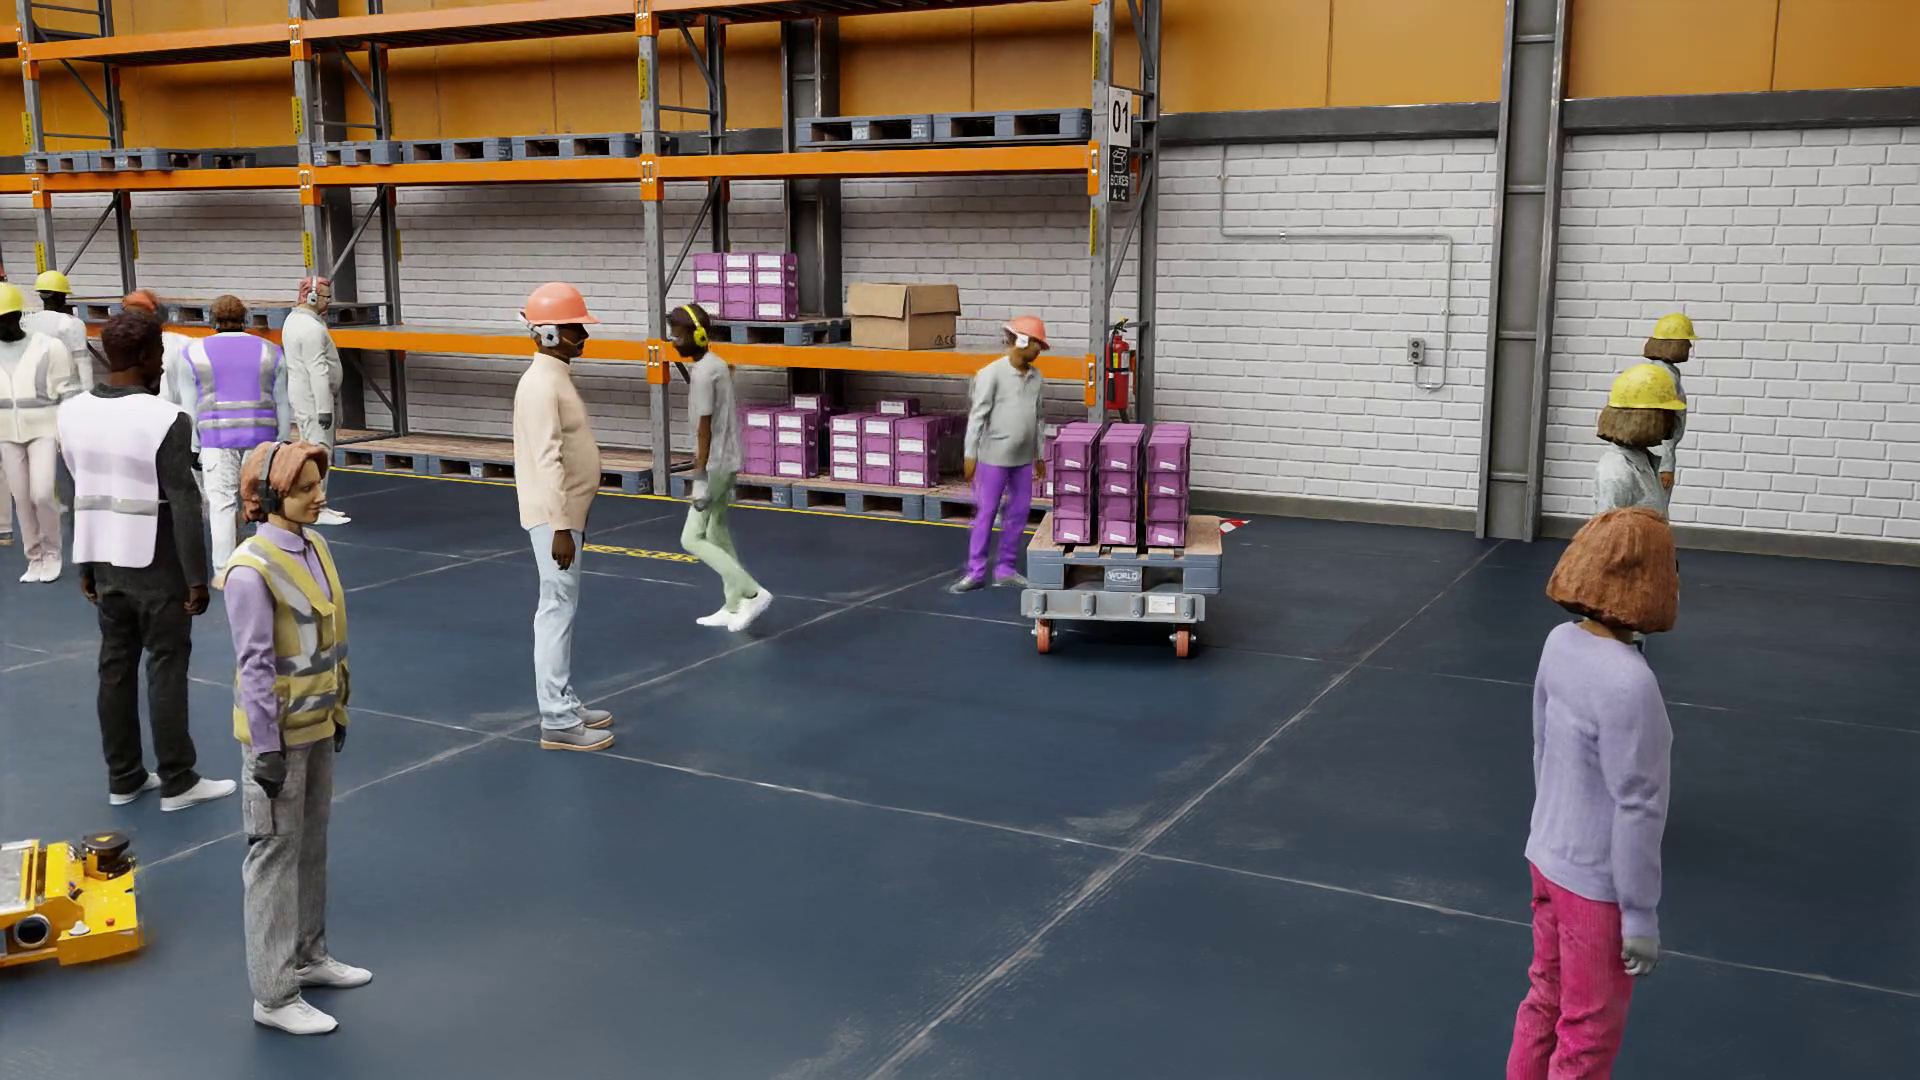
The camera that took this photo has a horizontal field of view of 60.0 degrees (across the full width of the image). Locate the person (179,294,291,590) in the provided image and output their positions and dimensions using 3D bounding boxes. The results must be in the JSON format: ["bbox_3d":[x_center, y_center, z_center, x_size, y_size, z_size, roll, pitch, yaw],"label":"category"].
[{"bbox_3d":[-4.504,-0.606,10.380,0.623,1.835,0.431,-6,12,-28],"label":"person"}]

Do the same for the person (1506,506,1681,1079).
[{"bbox_3d":[1.361,0.736,3.554,0.278,1.634,0.497,0,10,0],"label":"person"}]

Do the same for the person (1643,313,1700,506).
[{"bbox_3d":[4.143,-0.463,9.829,0.321,1.742,0.492,2,11,11],"label":"person"}]

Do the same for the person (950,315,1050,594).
[{"bbox_3d":[0.261,-0.518,10.236,0.709,1.714,0.321,-9,14,-41],"label":"person"}]

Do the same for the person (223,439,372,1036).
[{"bbox_3d":[-1.854,0.536,4.634,0.311,1.638,0.521,0,10,-1],"label":"person"}]

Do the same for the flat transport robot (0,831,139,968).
[{"bbox_3d":[-3.266,1.159,4.974,1.431,0.197,0.652,-5,12,-27],"label":"flat transport robot"}]

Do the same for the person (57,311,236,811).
[{"bbox_3d":[-3.126,0.092,6.339,0.592,1.910,0.388,3,11,17],"label":"person"}]

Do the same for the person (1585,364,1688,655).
[{"bbox_3d":[2.390,0.244,5.951,0.295,1.743,0.493,6,12,30],"label":"person"}]

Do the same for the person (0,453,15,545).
[{"bbox_3d":[-6.890,-0.903,11.547,0.393,1.995,0.612,-1,10,-3],"label":"person"}]

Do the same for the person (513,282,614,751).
[{"bbox_3d":[-1.711,-0.101,7.150,0.376,1.995,0.612,-2,11,-11],"label":"person"}]

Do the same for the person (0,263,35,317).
[{"bbox_3d":[-7.845,-1.298,13.582,0.614,2.041,0.389,-5,12,-27],"label":"person"}]

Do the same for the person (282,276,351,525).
[{"bbox_3d":[-4.889,-1.051,12.652,0.401,1.894,0.653,-7,12,-33],"label":"person"}]

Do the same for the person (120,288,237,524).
[{"bbox_3d":[-5.058,-0.692,10.749,0.626,1.863,0.635,2,10,9],"label":"person"}]

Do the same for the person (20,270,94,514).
[{"bbox_3d":[-7.048,-1.139,13.035,0.594,1.922,0.386,1,10,6],"label":"person"}]

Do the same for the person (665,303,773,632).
[{"bbox_3d":[-1.334,-0.374,9.071,0.481,1.843,0.635,0,10,-2],"label":"person"}]

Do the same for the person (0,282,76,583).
[{"bbox_3d":[-5.879,-0.657,10.438,0.623,1.903,0.530,-1,10,-8],"label":"person"}]
